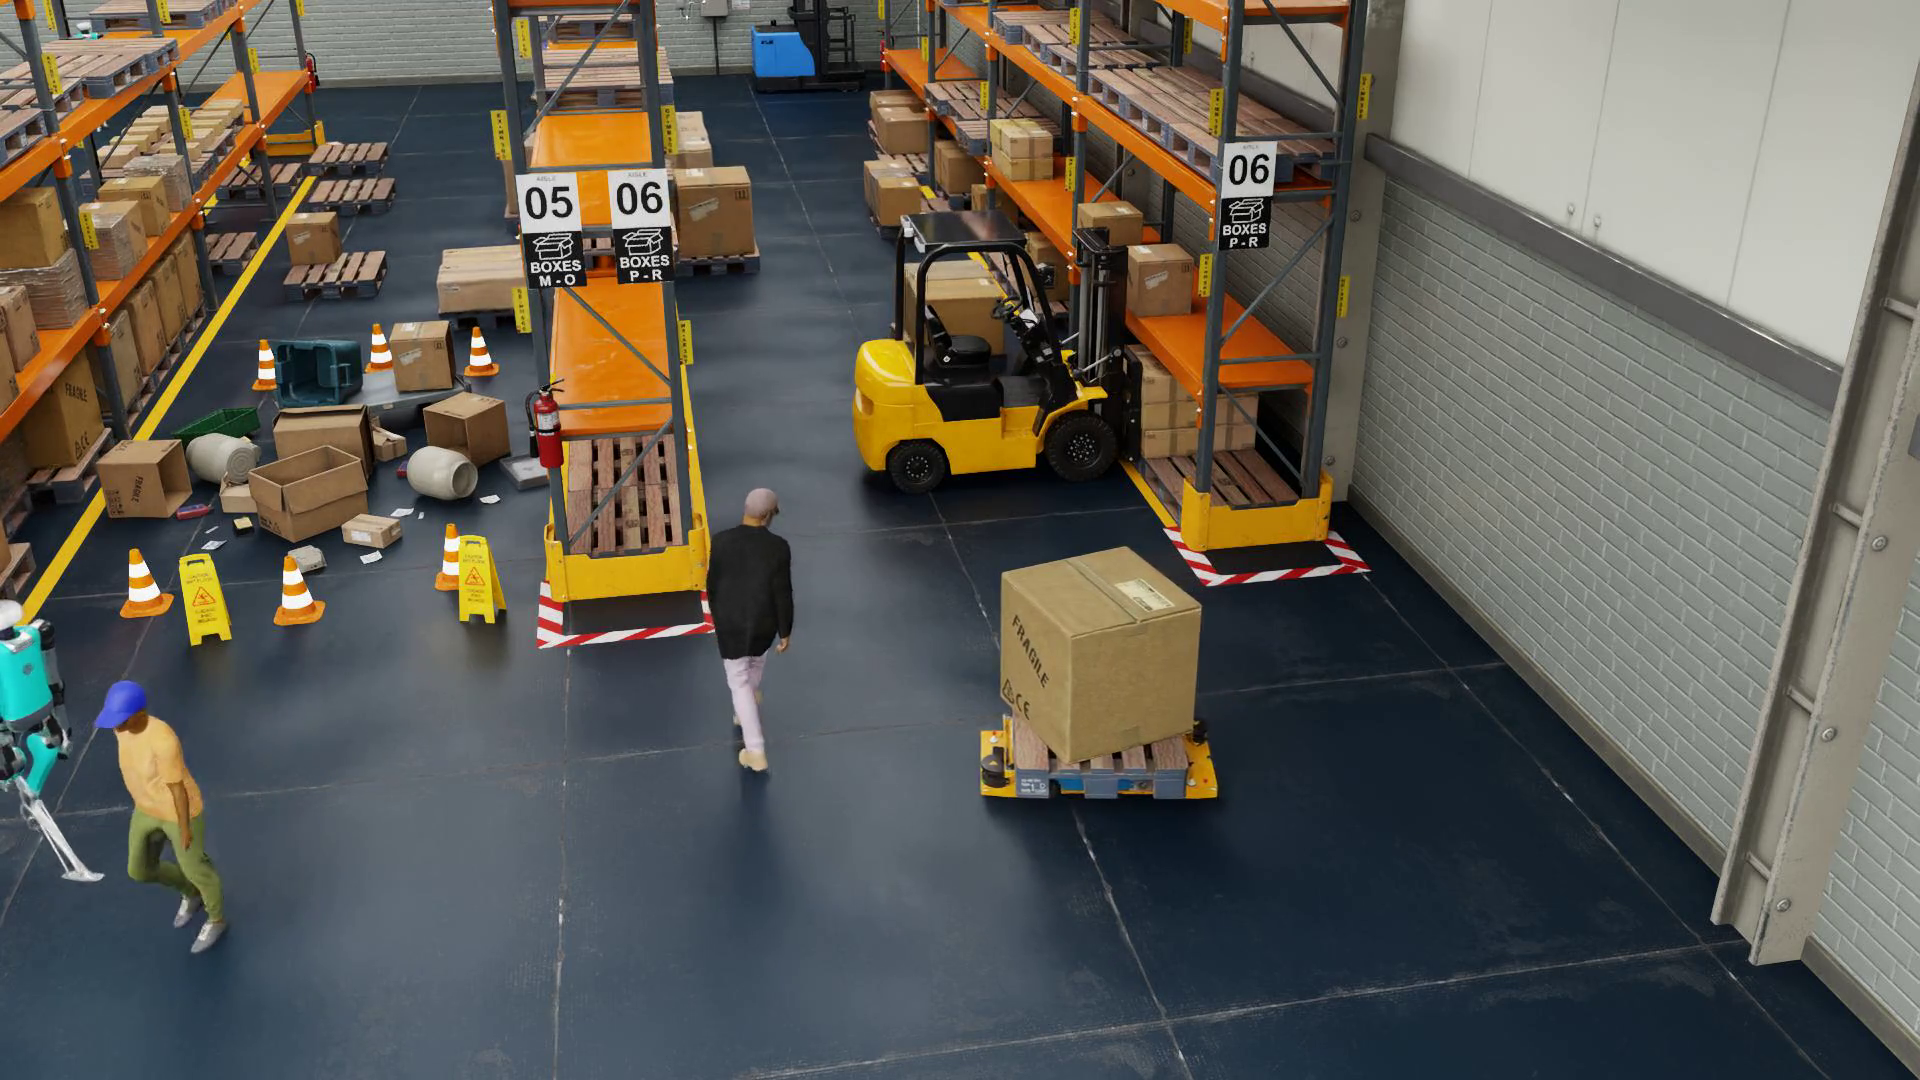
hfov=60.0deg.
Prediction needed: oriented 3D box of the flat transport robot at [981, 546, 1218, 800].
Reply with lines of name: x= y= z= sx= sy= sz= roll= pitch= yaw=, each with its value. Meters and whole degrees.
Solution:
flat transport robot: x=0.846 y=1.346 z=10.327 sx=1.431 sy=0.231 sz=0.659 roll=0 pitch=26 yaw=1

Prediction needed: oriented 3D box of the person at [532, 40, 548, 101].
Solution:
person: x=-7.109 y=-8.500 z=29.108 sx=0.909 sy=1.763 sz=0.604 roll=-7 pitch=26 yaw=-14

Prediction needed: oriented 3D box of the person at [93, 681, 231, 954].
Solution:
person: x=-4.092 y=1.424 z=8.519 sx=0.448 sy=1.693 sz=0.500 roll=11 pitch=28 yaw=22

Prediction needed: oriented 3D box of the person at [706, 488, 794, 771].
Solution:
person: x=-1.301 y=0.494 z=10.327 sx=0.519 sy=1.794 sz=0.906 roll=-6 pitch=26 yaw=-12

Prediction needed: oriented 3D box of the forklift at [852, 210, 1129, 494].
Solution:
forklift: x=0.216 y=-1.659 z=14.366 sx=2.313 sy=2.155 sz=1.214 roll=-5 pitch=26 yaw=-10

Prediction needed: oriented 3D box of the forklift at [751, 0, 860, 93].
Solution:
forklift: x=-2.872 y=-9.679 z=30.288 sx=1.873 sy=2.768 sz=1.129 roll=-5 pitch=26 yaw=-10

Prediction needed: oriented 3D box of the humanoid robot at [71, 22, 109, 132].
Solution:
humanoid robot: x=-14.243 y=-7.562 z=27.257 sx=0.540 sy=1.845 sz=0.764 roll=-23 pitch=34 yaw=-39

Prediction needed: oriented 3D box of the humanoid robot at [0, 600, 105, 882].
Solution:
humanoid robot: x=-5.335 y=1.108 z=9.169 sx=0.990 sy=1.776 sz=0.530 roll=9 pitch=27 yaw=17
